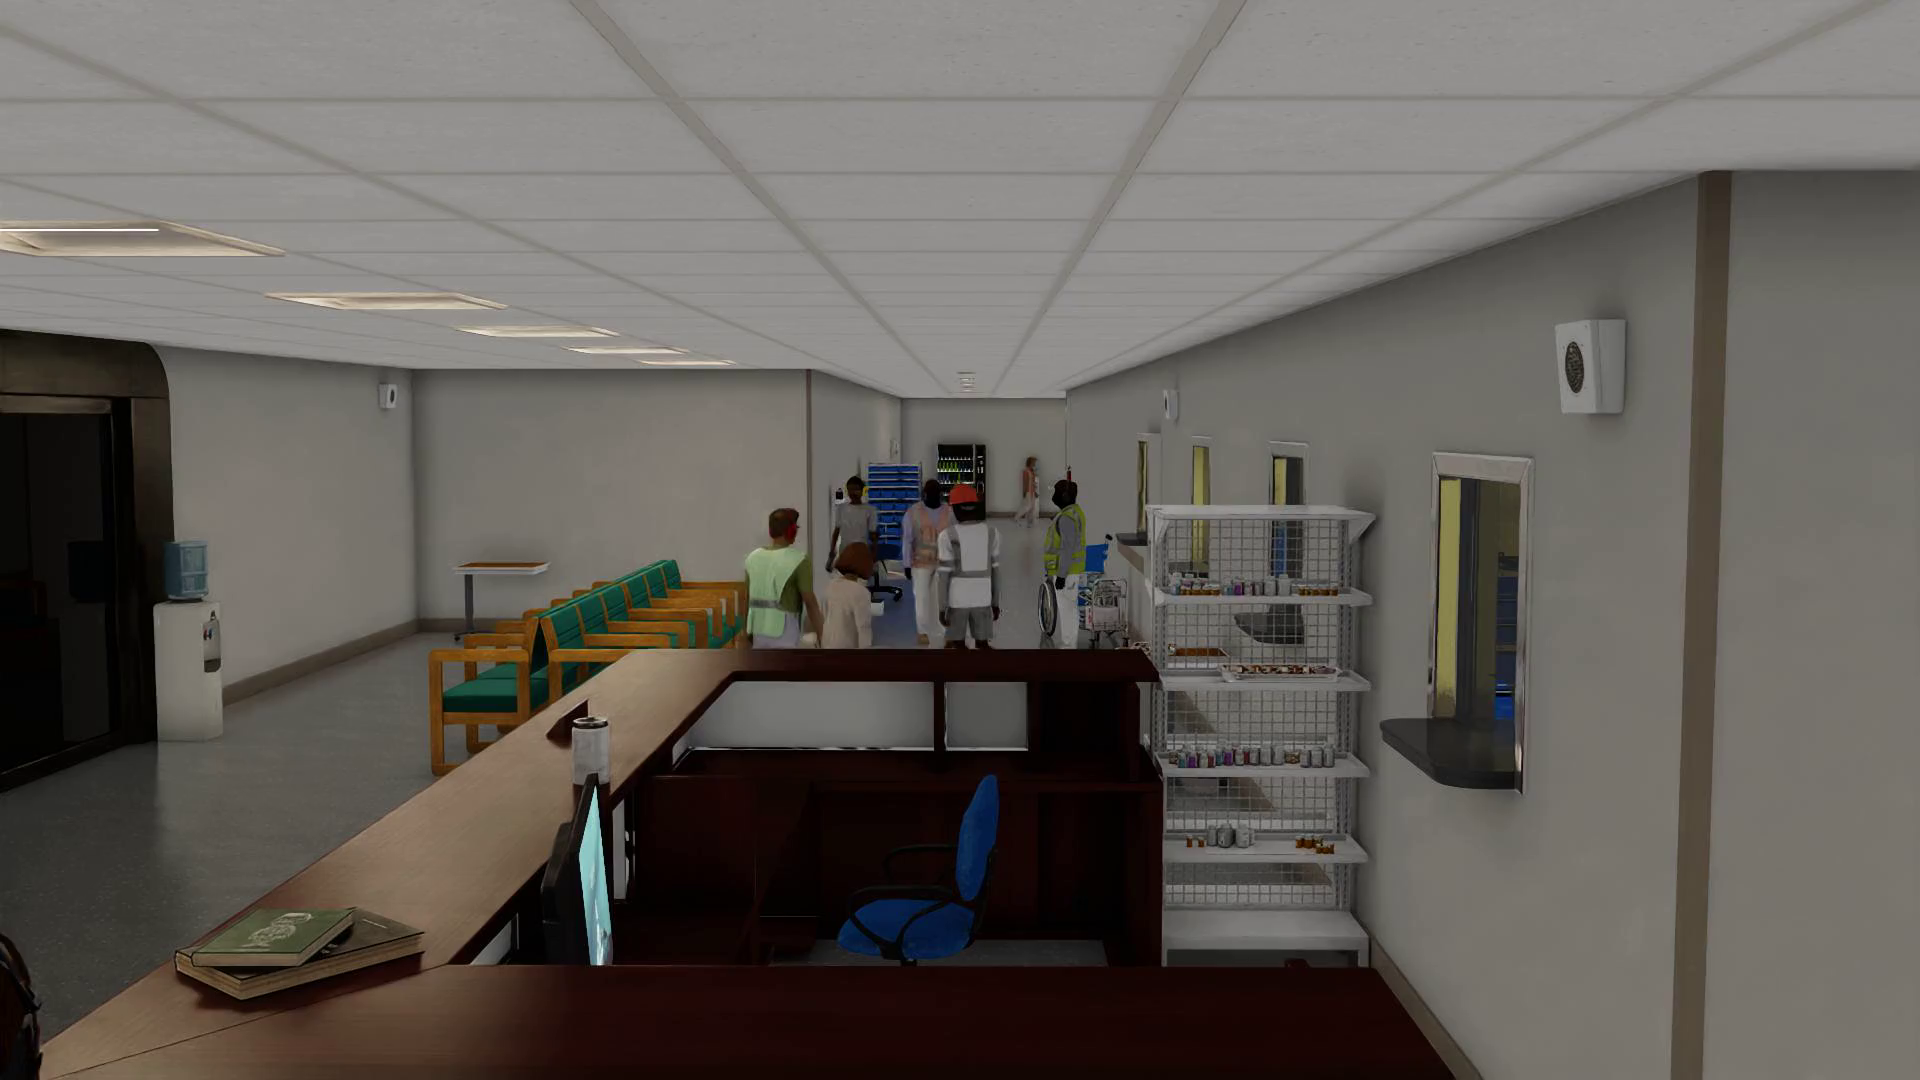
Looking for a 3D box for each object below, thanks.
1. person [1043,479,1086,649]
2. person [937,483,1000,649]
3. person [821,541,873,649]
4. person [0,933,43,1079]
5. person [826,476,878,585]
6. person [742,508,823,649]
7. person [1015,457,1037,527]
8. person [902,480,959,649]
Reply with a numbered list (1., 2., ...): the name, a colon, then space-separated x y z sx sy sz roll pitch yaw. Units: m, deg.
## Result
1. person: 1.042 0.316 16.610 0.429 1.847 0.626 1 4 9
2. person: 0.090 0.491 13.609 0.572 1.918 0.649 -2 4 -22
3. person: -0.745 0.812 11.145 0.349 1.614 0.544 -3 5 -33
4. person: -1.202 1.365 1.979 0.623 1.838 0.430 -2 5 -30
5. person: -1.172 0.191 18.482 0.526 1.831 0.878 2 4 21
6. person: -1.203 0.680 11.774 0.571 1.806 0.919 4 5 42
7. person: 1.535 -1.086 37.816 0.425 1.625 0.542 2 5 28
8. person: -0.291 0.259 17.756 0.659 1.793 0.942 -1 4 -11
